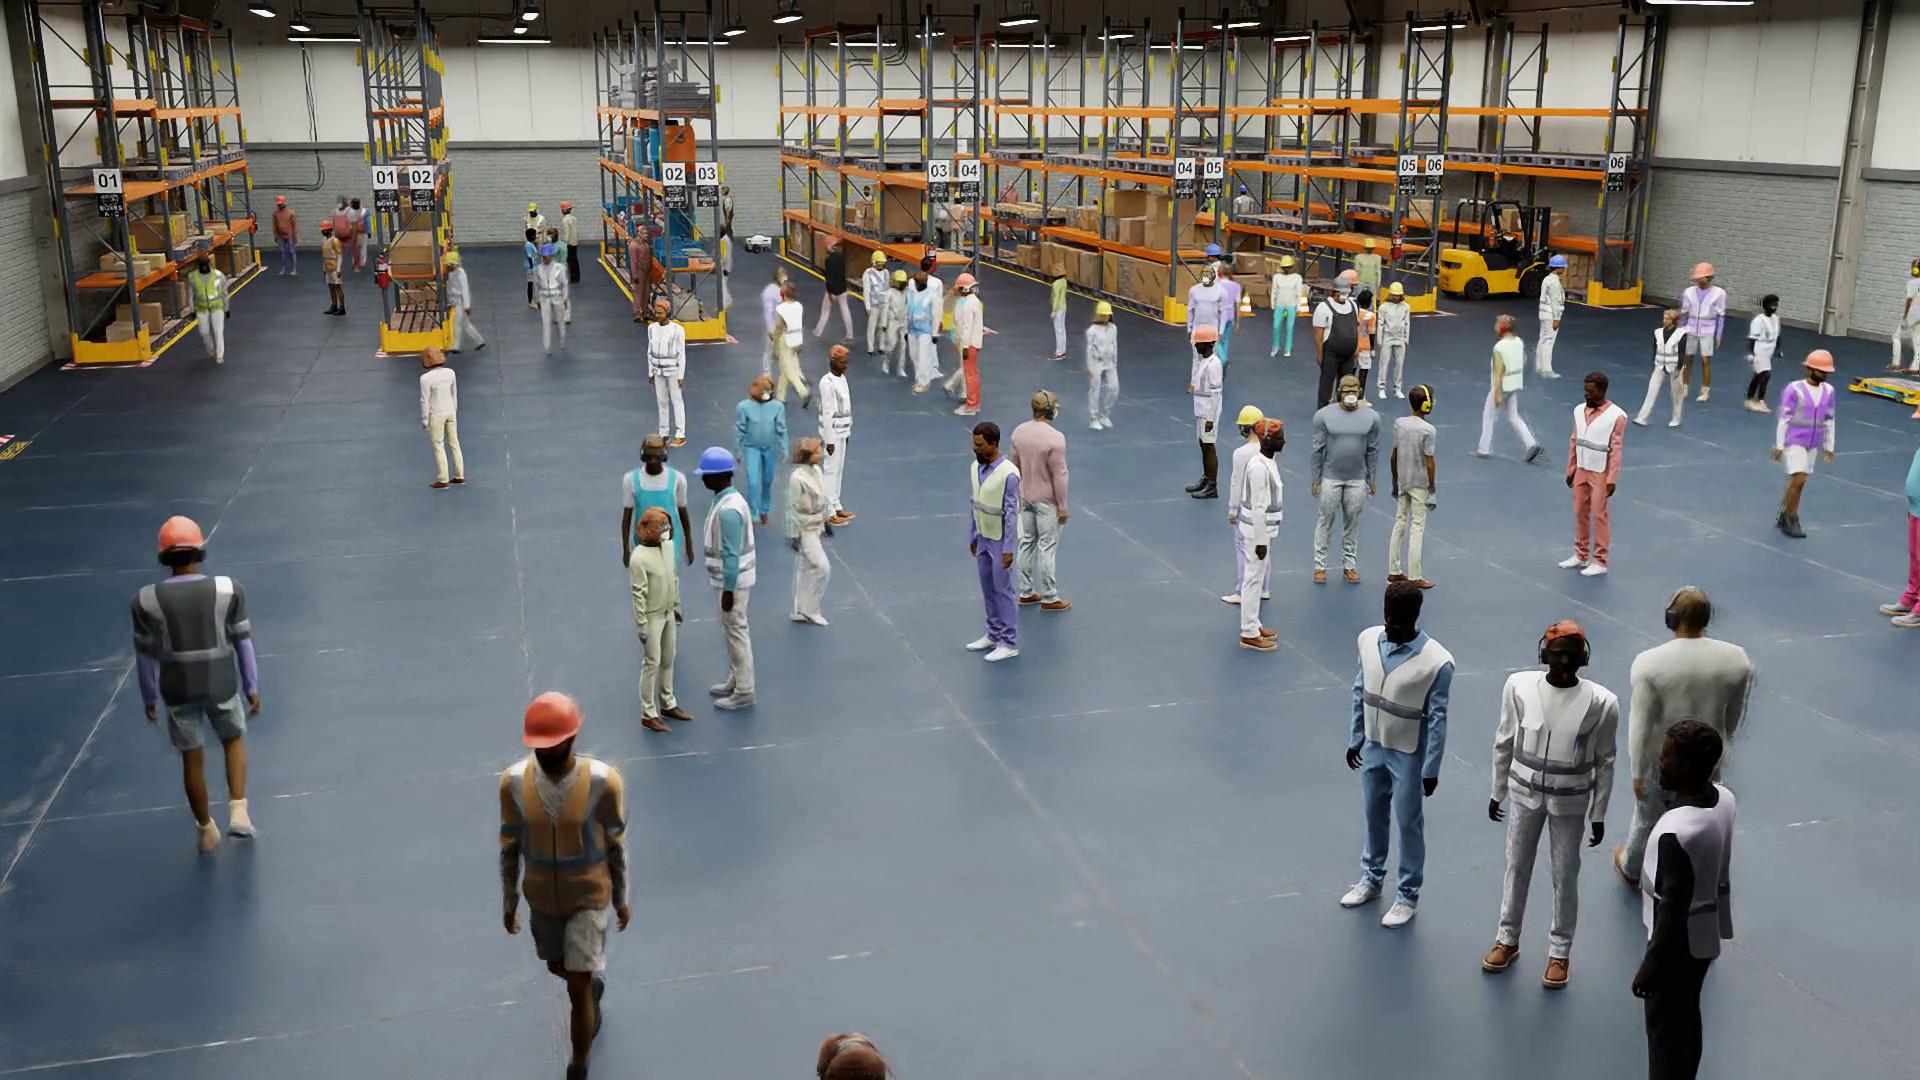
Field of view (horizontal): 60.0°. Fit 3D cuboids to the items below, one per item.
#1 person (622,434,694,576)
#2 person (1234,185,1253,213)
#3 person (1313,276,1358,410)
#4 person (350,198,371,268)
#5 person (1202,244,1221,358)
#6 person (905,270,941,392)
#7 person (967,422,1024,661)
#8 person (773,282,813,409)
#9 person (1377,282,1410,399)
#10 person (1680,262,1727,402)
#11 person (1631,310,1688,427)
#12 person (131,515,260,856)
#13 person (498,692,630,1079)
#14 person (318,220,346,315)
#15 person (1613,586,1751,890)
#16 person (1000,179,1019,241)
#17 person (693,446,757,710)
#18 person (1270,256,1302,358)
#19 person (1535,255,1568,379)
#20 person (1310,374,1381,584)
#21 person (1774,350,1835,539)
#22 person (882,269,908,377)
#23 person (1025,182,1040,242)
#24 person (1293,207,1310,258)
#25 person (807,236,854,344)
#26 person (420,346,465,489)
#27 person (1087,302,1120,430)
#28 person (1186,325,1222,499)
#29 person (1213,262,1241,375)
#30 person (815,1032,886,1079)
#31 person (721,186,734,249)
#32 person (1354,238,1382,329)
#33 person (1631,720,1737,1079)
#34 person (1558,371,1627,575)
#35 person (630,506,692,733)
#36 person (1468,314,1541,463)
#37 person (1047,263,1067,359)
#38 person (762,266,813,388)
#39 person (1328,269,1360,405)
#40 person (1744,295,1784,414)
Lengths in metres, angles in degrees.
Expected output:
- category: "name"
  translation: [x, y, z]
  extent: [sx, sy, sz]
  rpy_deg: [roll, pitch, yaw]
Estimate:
- category: "person"
  translation: [-2.413, 0.013, 13.351]
  extent: [0.560, 1.813, 0.838]
  rpy_deg: [-1, 15, -3]
- category: "person"
  translation: [8.092, -9.166, 47.606]
  extent: [0.602, 1.949, 0.389]
  rpy_deg: [-4, 15, -15]
- category: "person"
  translation: [5.192, -2.625, 22.816]
  extent: [0.684, 2.000, 0.535]
  rpy_deg: [-7, 16, -25]
- category: "person"
  translation: [-15.850, -8.074, 43.764]
  extent: [0.660, 1.803, 0.900]
  rpy_deg: [-3, 15, -10]
- category: "person"
  translation: [4.357, -4.090, 28.529]
  extent: [0.414, 1.941, 0.606]
  rpy_deg: [5, 16, 18]
- category: "person"
  translation: [-0.598, -3.182, 25.314]
  extent: [0.638, 1.845, 0.429]
  rpy_deg: [11, 19, 37]
- category: "person"
  translation: [0.282, -0.007, 13.229]
  extent: [0.393, 1.908, 0.595]
  rpy_deg: [-9, 17, -30]
- category: "person"
  translation: [-2.443, -2.803, 23.949]
  extent: [0.849, 1.806, 0.595]
  rpy_deg: [9, 17, 30]
- category: "person"
  translation: [6.421, -2.954, 24.650]
  extent: [0.489, 1.731, 0.320]
  rpy_deg: [-2, 15, -8]
- category: "person"
  translation: [10.857, -3.046, 24.402]
  extent: [0.614, 2.040, 0.396]
  rpy_deg: [14, 20, 42]
- category: "person"
  translation: [9.508, -2.290, 22.412]
  extent: [0.861, 1.594, 0.532]
  rpy_deg: [-10, 18, -34]
- category: "person"
  translation: [-4.457, 0.856, 9.747]
  extent: [0.628, 2.024, 0.459]
  rpy_deg: [-7, 16, -24]
- category: "person"
  translation: [-1.748, 1.535, 7.444]
  extent: [0.556, 1.907, 0.929]
  rpy_deg: [1, 15, 3]
- category: "person"
  translation: [-12.913, -5.583, 34.143]
  extent: [0.552, 1.935, 0.369]
  rpy_deg: [11, 18, 36]
- category: "person"
  translation: [3.843, 1.164, 8.889]
  extent: [0.644, 1.882, 1.067]
  rpy_deg: [1, 15, 4]
- category: "person"
  translation: [1.573, -10.335, 52.075]
  extent: [0.641, 1.913, 0.407]
  rpy_deg: [-8, 17, -28]
- category: "person"
  translation: [-1.698, 0.270, 12.125]
  extent: [0.429, 1.937, 0.628]
  rpy_deg: [-3, 15, -11]
- category: "person"
  translation: [5.586, -3.992, 28.530]
  extent: [0.540, 1.742, 0.669]
  rpy_deg: [5, 16, 16]
- category: "person"
  translation: [9.413, -3.553, 26.486]
  extent: [0.384, 1.949, 0.604]
  rpy_deg: [1, 15, 3]
- category: "person"
  translation: [3.512, -0.554, 15.217]
  extent: [0.627, 1.940, 0.372]
  rpy_deg: [0, 15, 0]
- category: "person"
  translation: [8.598, -0.966, 16.820]
  extent: [0.572, 1.905, 0.751]
  rpy_deg: [-3, 15, -11]
- category: "person"
  translation: [-0.986, -3.461, 26.555]
  extent: [0.500, 1.724, 0.447]
  rpy_deg: [-9, 17, -30]
- category: "person"
  translation: [2.242, -10.171, 51.576]
  extent: [0.526, 1.856, 0.350]
  rpy_deg: [6, 16, 20]
- category: "person"
  translation: [8.849, -7.846, 43.009]
  extent: [0.345, 1.760, 0.529]
  rpy_deg: [-10, 18, -34]
- category: "person"
  translation: [-2.334, -4.548, 30.252]
  extent: [1.046, 1.925, 0.602]
  rpy_deg: [11, 19, 37]
- category: "person"
  translation: [-5.940, -1.401, 19.017]
  extent: [0.296, 1.628, 0.500]
  rpy_deg: [9, 17, 30]
- category: "person"
  translation: [1.908, -2.333, 22.313]
  extent: [0.505, 1.726, 0.450]
  rpy_deg: [-9, 17, -30]
- category: "person"
  translation: [2.719, -1.424, 18.498]
  extent: [0.365, 1.933, 0.551]
  rpy_deg: [-1, 15, -3]
- category: "person"
  translation: [4.207, -3.521, 26.596]
  extent: [0.569, 1.822, 0.621]
  rpy_deg: [-3, 15, -12]
- category: "person"
  translation: [-0.313, 2.297, 5.088]
  extent: [0.527, 1.620, 0.456]
  rpy_deg: [-9, 18, -31]
- category: "person"
  translation: [-6.882, -9.550, 49.269]
  extent: [0.350, 1.838, 0.504]
  rpy_deg: [-1, 15, -5]
- category: "person"
  translation: [7.869, -4.954, 32.128]
  extent: [0.524, 1.760, 0.338]
  rpy_deg: [2, 15, 6]
- category: "person"
  translation: [2.985, 1.662, 6.917]
  extent: [0.392, 1.920, 0.589]
  rpy_deg: [11, 19, 36]
- category: "person"
  translation: [5.940, -0.635, 15.588]
  extent: [0.397, 1.908, 0.598]
  rpy_deg: [-7, 16, -24]
- category: "person"
  translation: [-2.122, 0.547, 11.681]
  extent: [0.284, 1.624, 0.508]
  rpy_deg: [6, 16, 21]
- category: "person"
  translation: [6.717, -1.845, 20.327]
  extent: [0.577, 1.816, 0.848]
  rpy_deg: [-11, 19, -36]
- category: "person"
  translation: [1.674, -3.909, 28.428]
  extent: [0.282, 1.633, 0.500]
  rpy_deg: [6, 16, 20]
- category: "person"
  translation: [-2.711, -3.219, 25.351]
  extent: [1.028, 1.881, 0.655]
  rpy_deg: [13, 20, 41]
- category: "person"
  translation: [5.391, -2.772, 23.362]
  extent: [0.379, 2.041, 0.616]
  rpy_deg: [-9, 17, -31]
- category: "person"
  translation: [11.440, -2.621, 23.506]
  extent: [0.540, 1.676, 0.652]
  rpy_deg: [-11, 18, -35]
